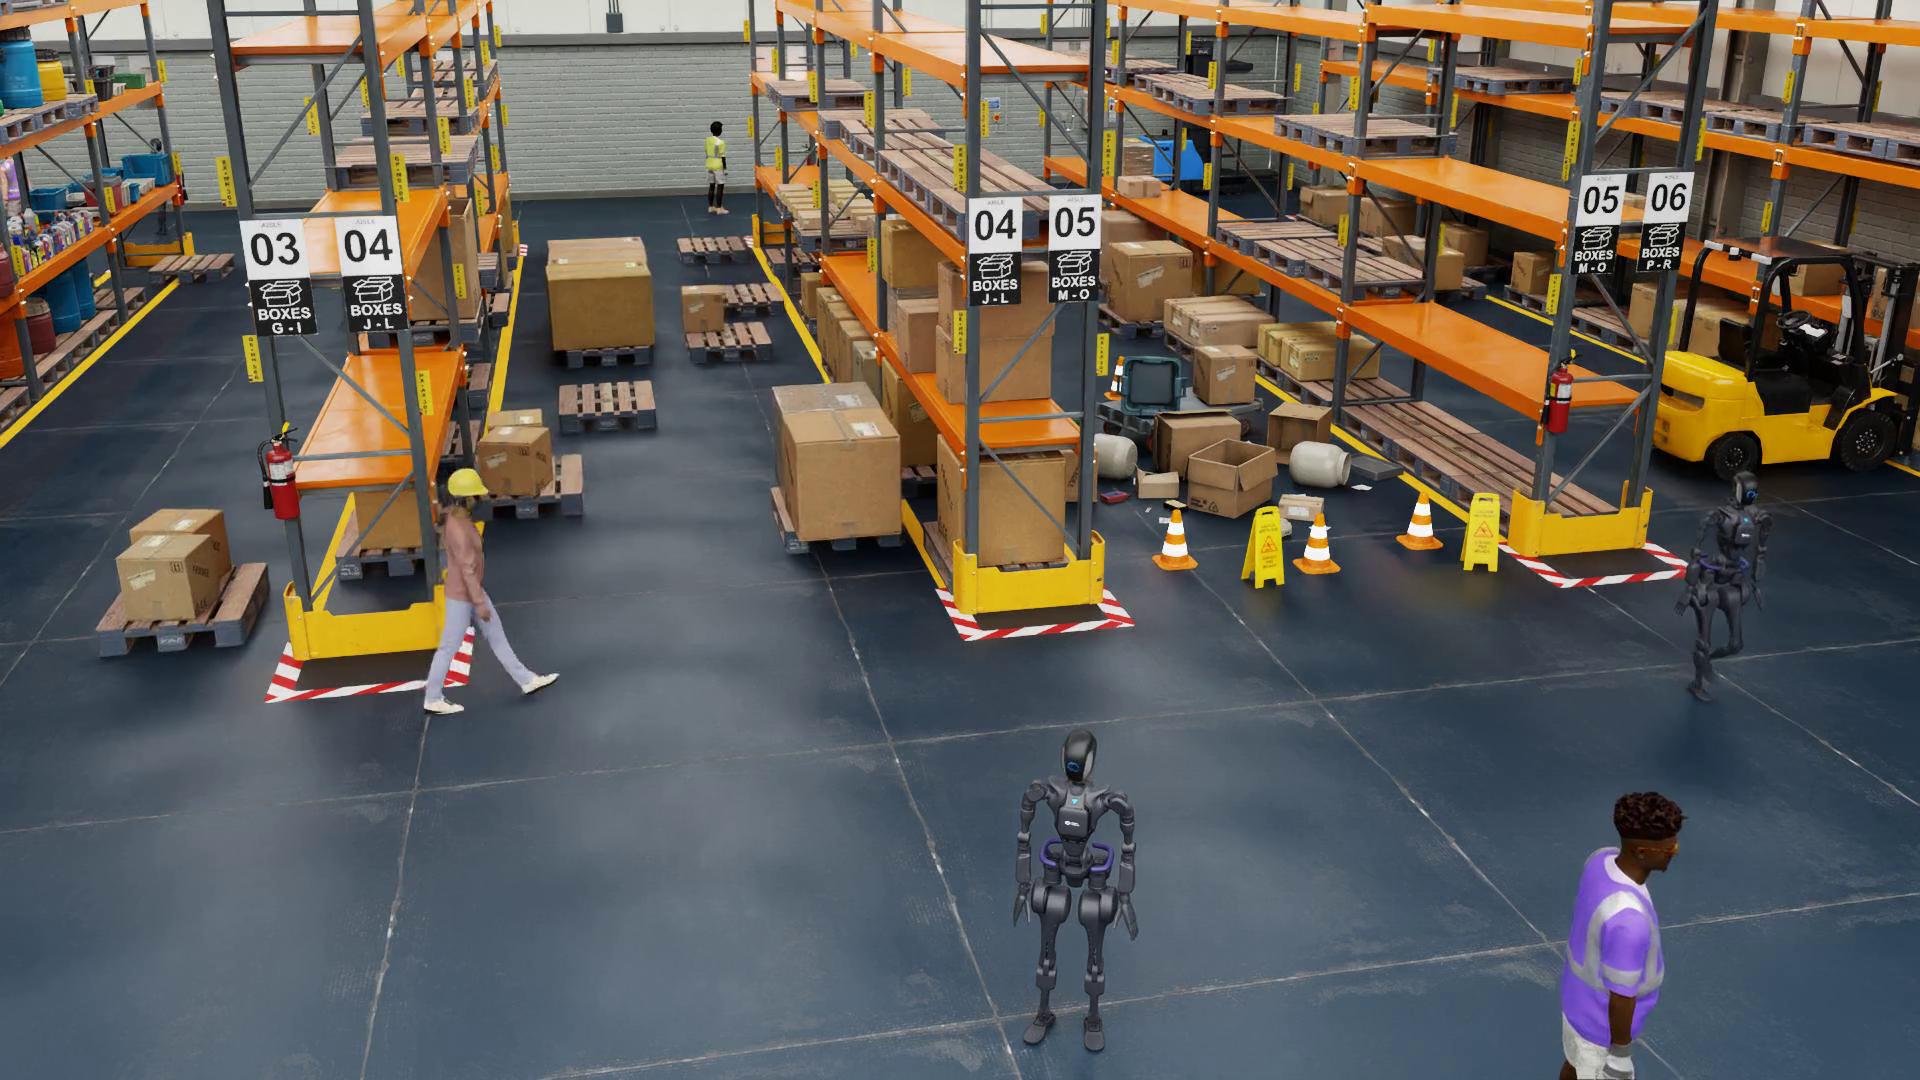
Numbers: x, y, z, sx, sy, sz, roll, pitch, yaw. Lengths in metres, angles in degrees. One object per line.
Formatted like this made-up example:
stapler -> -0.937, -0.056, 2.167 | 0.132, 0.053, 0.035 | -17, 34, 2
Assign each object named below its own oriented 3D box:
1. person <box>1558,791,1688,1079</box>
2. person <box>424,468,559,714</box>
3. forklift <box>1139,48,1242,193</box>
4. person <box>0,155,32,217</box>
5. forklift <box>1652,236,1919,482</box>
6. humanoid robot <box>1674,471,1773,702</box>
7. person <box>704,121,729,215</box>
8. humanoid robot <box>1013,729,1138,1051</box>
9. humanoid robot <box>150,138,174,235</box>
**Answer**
person -> 2.604, 1.887, 6.687 | 0.368, 1.964, 0.607 | 3, 21, 9
person -> -3.250, 0.347, 11.188 | 0.927, 1.714, 0.553 | -4, 21, -11
forklift -> 4.566, -8.313, 32.860 | 1.873, 2.768, 1.129 | -4, 21, -12
person -> -15.367, -5.565, 27.152 | 0.347, 1.688, 0.491 | 11, 23, 27
forklift -> 8.013, -1.814, 16.330 | 2.313, 2.155, 1.214 | -4, 21, -12
humanoid robot -> 5.189, 0.284, 11.414 | 0.609, 1.640, 0.426 | -3, 21, -8
person -> -4.476, -6.837, 30.575 | 0.537, 1.686, 0.321 | 17, 26, 38
humanoid robot -> 0.545, 1.633, 7.766 | 0.599, 1.655, 0.315 | 5, 21, 12
humanoid robot -> -13.674, -6.031, 28.436 | 0.539, 1.646, 0.599 | 9, 22, 22
